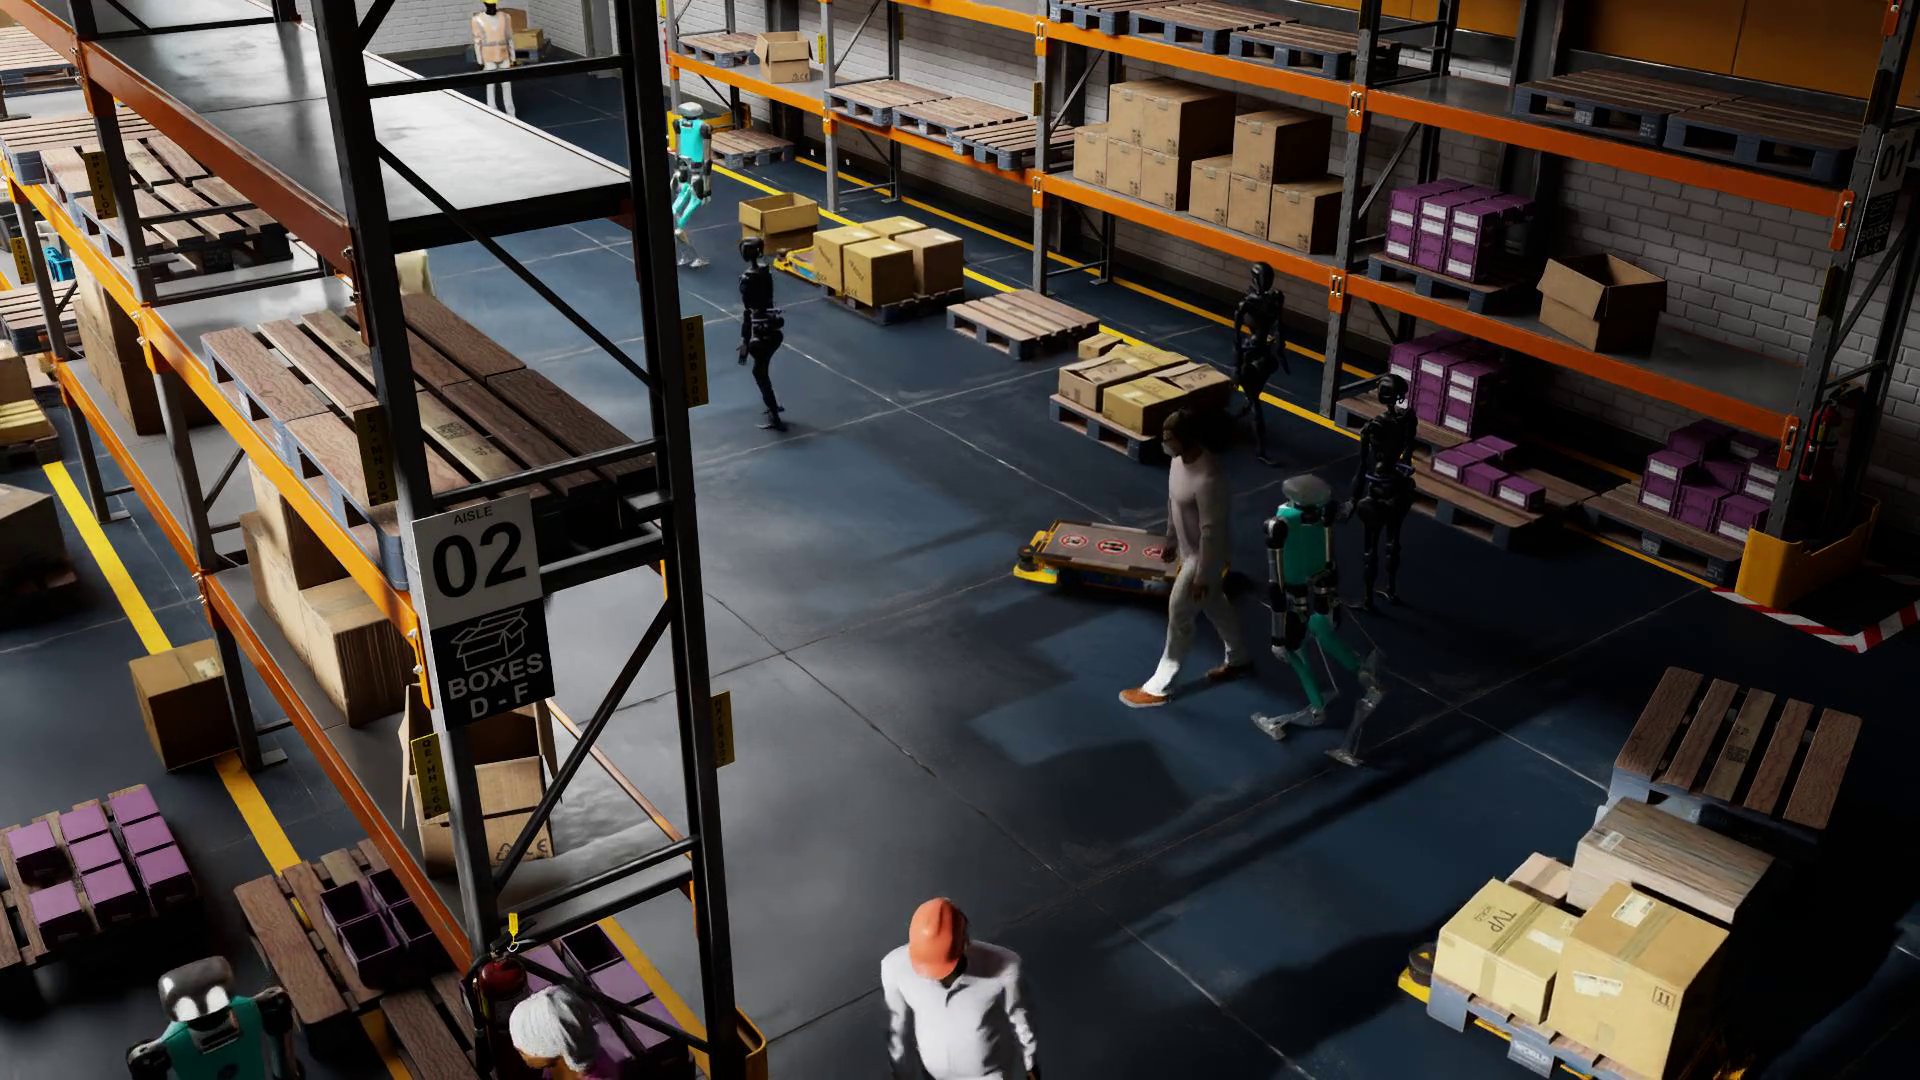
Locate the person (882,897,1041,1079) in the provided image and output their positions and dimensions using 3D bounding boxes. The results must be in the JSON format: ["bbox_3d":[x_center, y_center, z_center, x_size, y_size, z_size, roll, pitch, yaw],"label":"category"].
[{"bbox_3d":[-0.008,2.034,6.341,0.604,1.702,0.601,7,27,13],"label":"person"}]

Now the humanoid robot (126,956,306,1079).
[{"bbox_3d":[-2.677,2.152,6.045,0.531,1.758,0.718,-21,34,-36],"label":"humanoid robot"}]

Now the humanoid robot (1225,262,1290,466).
[{"bbox_3d":[2.380,-1.455,13.386,0.608,1.646,0.785,-19,32,-33],"label":"humanoid robot"}]

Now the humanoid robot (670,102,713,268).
[{"bbox_3d":[-2.971,-3.740,17.702,0.532,1.711,0.722,20,33,34],"label":"humanoid robot"}]

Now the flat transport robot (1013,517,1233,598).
[{"bbox_3d":[1.152,0.151,11.688,1.431,0.231,0.659,8,28,16],"label":"flat transport robot"}]

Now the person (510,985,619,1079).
[{"bbox_3d":[-1.347,2.289,5.726,0.963,1.799,0.511,-10,28,-19],"label":"person"}]

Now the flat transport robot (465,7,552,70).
[{"bbox_3d":[-7.540,-7.984,27.868,0.659,0.231,1.431,0,27,0],"label":"flat transport robot"}]

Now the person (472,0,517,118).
[{"bbox_3d":[-6.682,-6.954,23.978,0.586,1.926,0.373,-15,30,-28],"label":"person"}]

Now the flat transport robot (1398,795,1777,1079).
[{"bbox_3d":[2.830,2.170,7.671,1.431,0.231,0.659,23,34,37],"label":"flat transport robot"}]

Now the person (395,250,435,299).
[{"bbox_3d":[-4.809,-1.936,14.212,0.692,1.727,0.575,13,30,25],"label":"person"}]

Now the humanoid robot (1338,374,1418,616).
[{"bbox_3d":[2.794,-0.309,11.018,0.599,1.657,0.315,-18,32,-32],"label":"humanoid robot"}]

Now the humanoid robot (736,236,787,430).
[{"bbox_3d":[-1.637,-1.712,13.833,0.357,1.644,0.589,7,28,14],"label":"humanoid robot"}]

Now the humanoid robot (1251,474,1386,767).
[{"bbox_3d":[2.086,0.552,9.301,0.531,1.755,0.985,-20,33,-34],"label":"humanoid robot"}]

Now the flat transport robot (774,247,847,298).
[{"bbox_3d":[-1.341,-2.883,17.722,0.659,0.231,1.431,-18,32,-32],"label":"flat transport robot"}]

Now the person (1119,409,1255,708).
[{"bbox_3d":[1.451,0.091,10.026,0.926,1.887,0.658,-4,27,-7],"label":"person"}]

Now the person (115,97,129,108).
[{"bbox_3d":[-9.532,-4.437,19.104,0.642,1.817,0.626,10,28,19],"label":"person"}]
